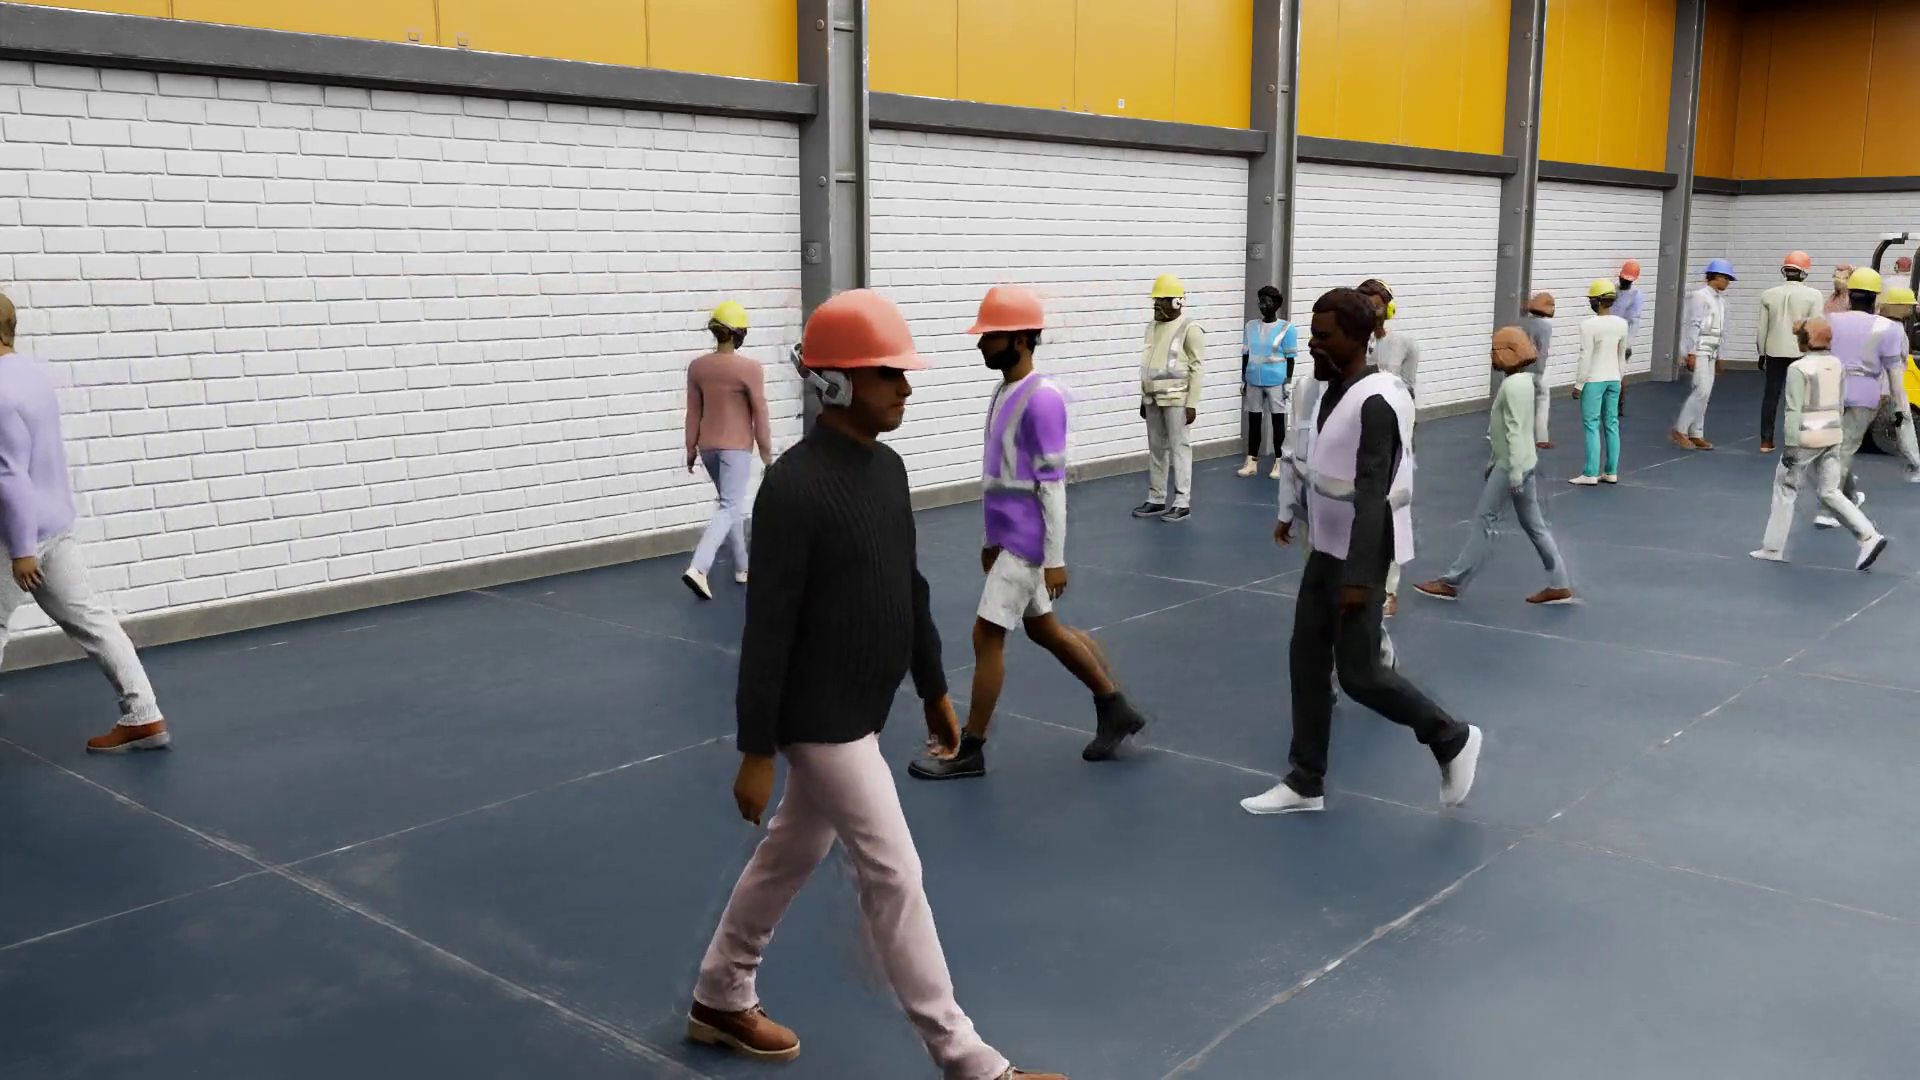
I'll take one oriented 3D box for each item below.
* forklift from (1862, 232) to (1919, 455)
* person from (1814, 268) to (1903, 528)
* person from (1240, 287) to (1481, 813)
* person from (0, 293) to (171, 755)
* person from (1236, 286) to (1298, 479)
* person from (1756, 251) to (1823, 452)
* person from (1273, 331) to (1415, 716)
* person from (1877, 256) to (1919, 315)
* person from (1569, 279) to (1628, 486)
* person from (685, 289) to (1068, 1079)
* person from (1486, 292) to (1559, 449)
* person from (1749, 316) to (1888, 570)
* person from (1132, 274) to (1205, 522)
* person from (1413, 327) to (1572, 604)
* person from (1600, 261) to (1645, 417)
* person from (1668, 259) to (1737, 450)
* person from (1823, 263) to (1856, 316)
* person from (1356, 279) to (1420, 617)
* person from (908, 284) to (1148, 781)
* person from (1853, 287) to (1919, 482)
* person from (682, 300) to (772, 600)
[{"bbox_3d":[9.955,-1.972,16.595,2.313,2.155,1.214,1,10,8],"label":"forklift"},{"bbox_3d":[6.568,-1.040,12.196,1.000,1.870,0.617,-8,13,-40],"label":"person"},{"bbox_3d":[1.436,0.061,5.881,0.764,1.897,0.608,-1,10,-7],"label":"person"},{"bbox_3d":[-3.677,-0.036,6.473,1.049,1.881,0.656,-2,10,-14],"label":"person"},{"bbox_3d":[2.706,-1.386,14.675,0.532,1.696,0.319,7,12,35],"label":"person"},{"bbox_3d":[8.217,-1.853,16.481,0.611,1.996,0.379,10,14,44],"label":"person"},{"bbox_3d":[1.644,-0.124,7.147,0.449,1.820,0.604,-9,13,-41],"label":"person"},{"bbox_3d":[13.621,-3.154,24.148,0.652,1.906,0.402,0,10,2],"label":"person"},{"bbox_3d":[5.461,-1.346,14.254,0.533,1.767,0.327,-5,11,-25],"label":"person"},{"bbox_3d":[-0.256,0.387,3.913,1.075,1.936,0.636,3,11,18],"label":"person"},{"bbox_3d":[5.674,-1.689,16.685,0.778,1.597,0.490,-4,11,-20],"label":"person"},{"bbox_3d":[5.472,-0.611,10.539,0.552,1.602,0.744,-5,11,-27],"label":"person"},{"bbox_3d":[1.542,-1.055,12.403,0.404,1.830,0.603,-7,12,-34],"label":"person"},{"bbox_3d":[3.097,-0.418,9.462,0.855,1.580,0.505,5,11,27],"label":"person"},{"bbox_3d":[7.873,-2.390,19.887,0.413,1.872,0.639,-4,11,-23],"label":"person"},{"bbox_3d":[7.471,-1.846,16.712,0.429,1.922,0.644,10,14,44],"label":"person"},{"bbox_3d":[9.517,-2.038,17.870,0.720,1.876,0.661,0,10,-3],"label":"person"},{"bbox_3d":[2.269,-0.503,9.193,0.516,1.861,0.316,5,11,25],"label":"person"},{"bbox_3d":[0.301,-0.028,6.381,0.948,1.908,0.560,-2,10,-13],"label":"person"},{"bbox_3d":[8.067,-1.346,14.447,0.904,1.697,0.489,1,10,8],"label":"person"},{"bbox_3d":[-1.397,-0.534,9.740,0.534,1.733,0.854,5,11,28],"label":"person"}]
